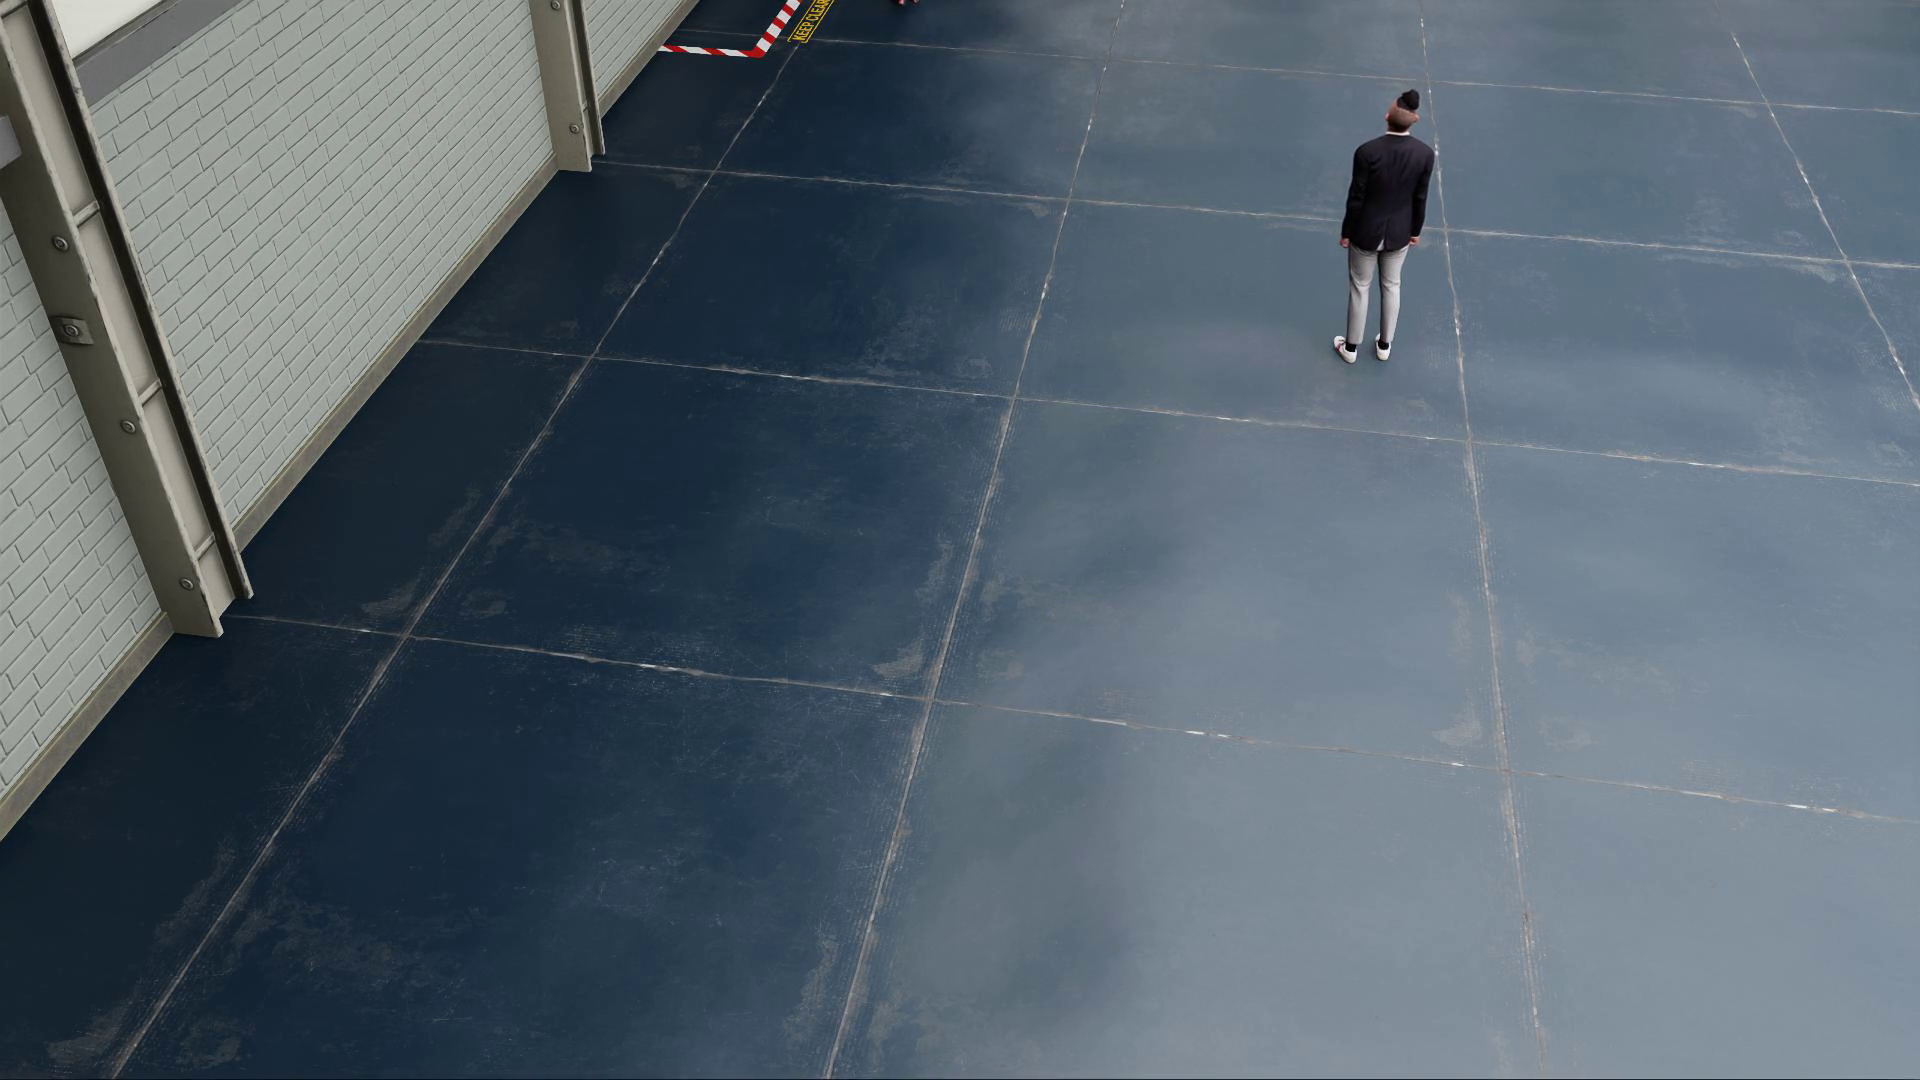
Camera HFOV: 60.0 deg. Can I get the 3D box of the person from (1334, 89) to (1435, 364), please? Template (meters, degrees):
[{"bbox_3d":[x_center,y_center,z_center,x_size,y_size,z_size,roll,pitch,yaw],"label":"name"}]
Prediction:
[{"bbox_3d":[2.819,-2.089,11.099,0.763,1.950,0.670,-2,38,-3],"label":"person"}]
